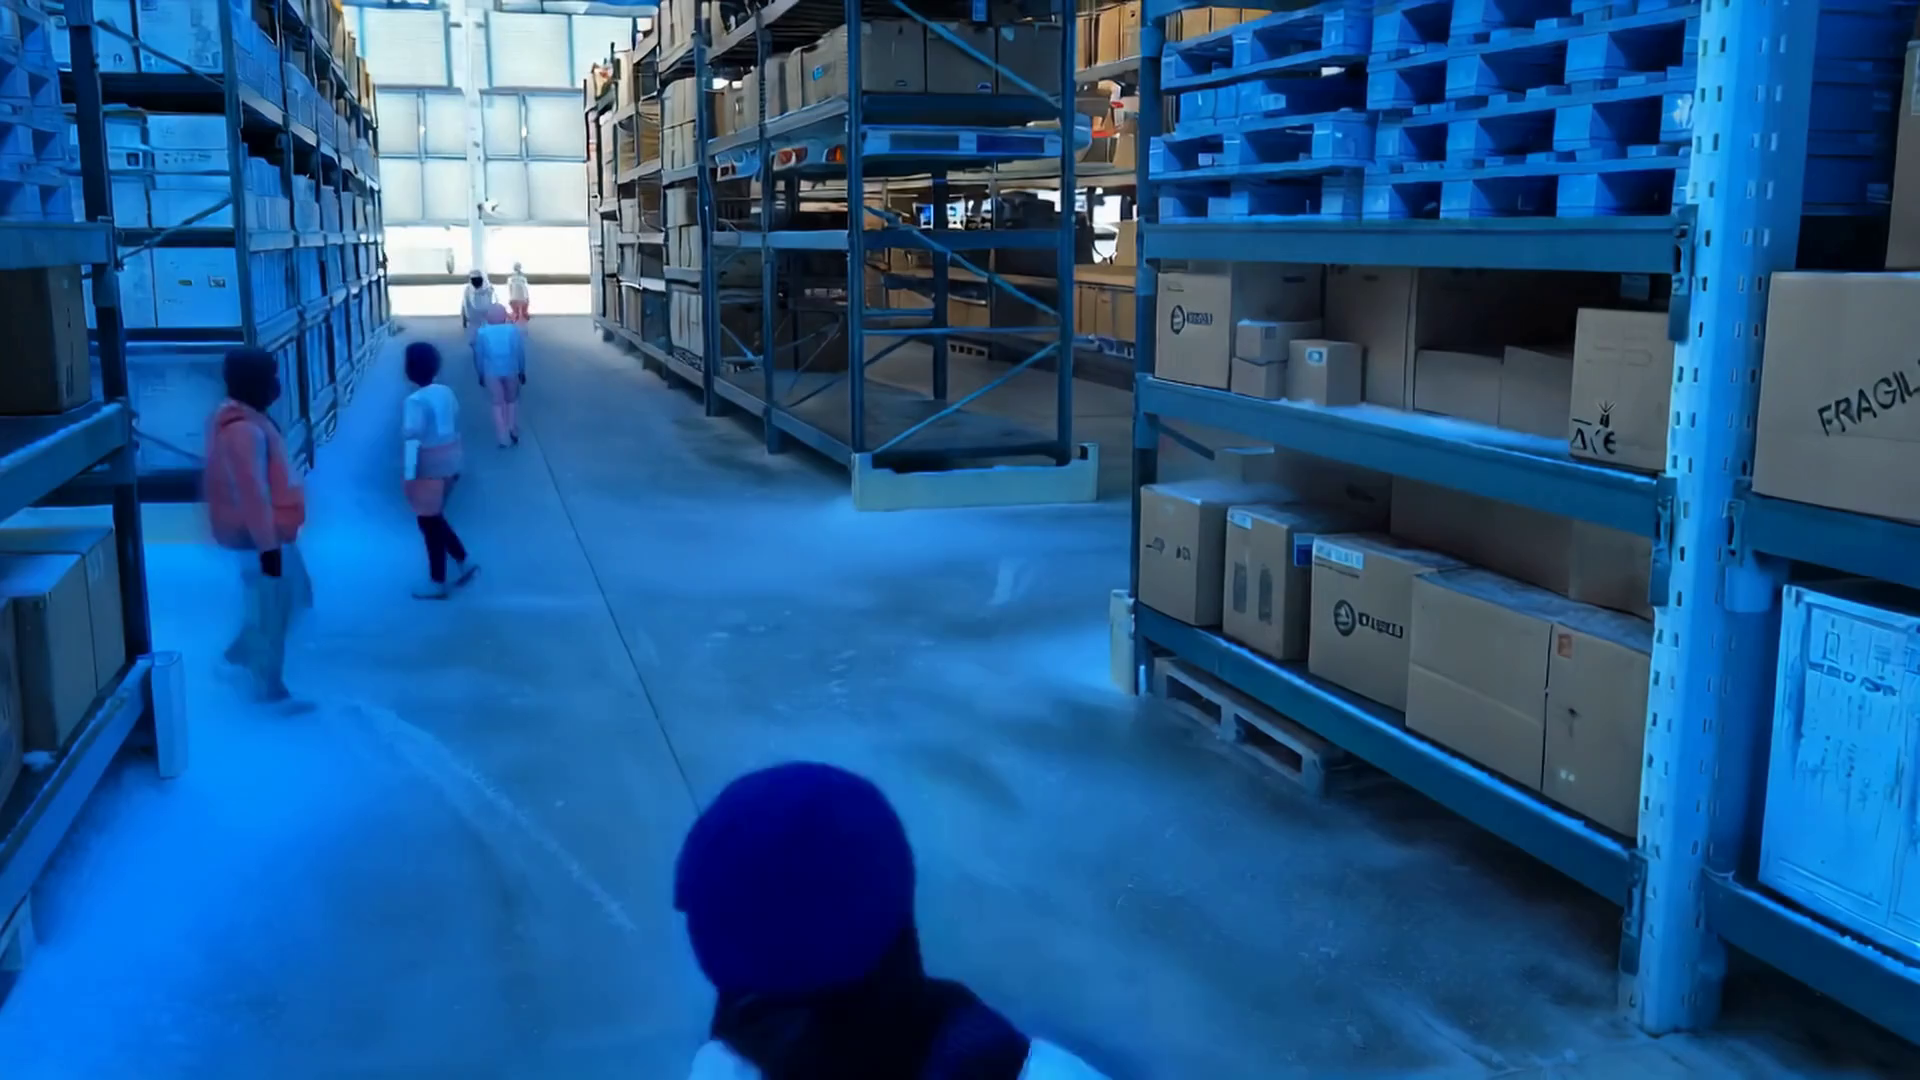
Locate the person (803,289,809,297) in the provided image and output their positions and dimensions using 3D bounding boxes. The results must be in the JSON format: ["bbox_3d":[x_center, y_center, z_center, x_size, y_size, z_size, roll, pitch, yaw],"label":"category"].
[{"bbox_3d":[-3.945,-6.302,42.509,0.629,1.827,0.453,5,11,25],"label":"person"}]

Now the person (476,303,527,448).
[{"bbox_3d":[-5.176,-1.862,18.758,0.539,1.603,0.783,-3,11,-18],"label":"person"}]

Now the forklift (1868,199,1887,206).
[{"bbox_3d":[11.338,-2.915,21.052,1.129,2.768,1.873,-3,11,-17],"label":"forklift"}]

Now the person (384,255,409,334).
[{"bbox_3d":[-13.949,-5.961,40.447,0.969,1.890,0.630,-3,11,-16],"label":"person"}]

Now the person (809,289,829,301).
[{"bbox_3d":[-3.181,-5.404,37.339,0.552,1.918,0.803,-6,12,-31],"label":"person"}]

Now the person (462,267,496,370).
[{"bbox_3d":[-8.540,-3.942,29.587,0.606,1.820,0.589,-2,11,-13],"label":"person"}]

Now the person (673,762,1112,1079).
[{"bbox_3d":[-0.064,1.130,1.688,0.577,1.851,0.943,6,12,29],"label":"person"}]

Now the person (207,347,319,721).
[{"bbox_3d":[-3.369,-0.013,8.031,0.438,1.828,0.629,-3,11,-14],"label":"person"}]

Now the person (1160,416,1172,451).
[{"bbox_3d":[2.223,-1.773,18.236,0.522,1.622,0.405,1,10,5],"label":"person"}]

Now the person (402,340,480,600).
[{"bbox_3d":[-3.415,-0.438,10.723,0.354,1.684,0.552,2,11,11],"label":"person"}]

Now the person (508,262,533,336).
[{"bbox_3d":[-10.313,-5.633,39.047,0.557,1.737,0.692,3,11,14],"label":"person"}]
